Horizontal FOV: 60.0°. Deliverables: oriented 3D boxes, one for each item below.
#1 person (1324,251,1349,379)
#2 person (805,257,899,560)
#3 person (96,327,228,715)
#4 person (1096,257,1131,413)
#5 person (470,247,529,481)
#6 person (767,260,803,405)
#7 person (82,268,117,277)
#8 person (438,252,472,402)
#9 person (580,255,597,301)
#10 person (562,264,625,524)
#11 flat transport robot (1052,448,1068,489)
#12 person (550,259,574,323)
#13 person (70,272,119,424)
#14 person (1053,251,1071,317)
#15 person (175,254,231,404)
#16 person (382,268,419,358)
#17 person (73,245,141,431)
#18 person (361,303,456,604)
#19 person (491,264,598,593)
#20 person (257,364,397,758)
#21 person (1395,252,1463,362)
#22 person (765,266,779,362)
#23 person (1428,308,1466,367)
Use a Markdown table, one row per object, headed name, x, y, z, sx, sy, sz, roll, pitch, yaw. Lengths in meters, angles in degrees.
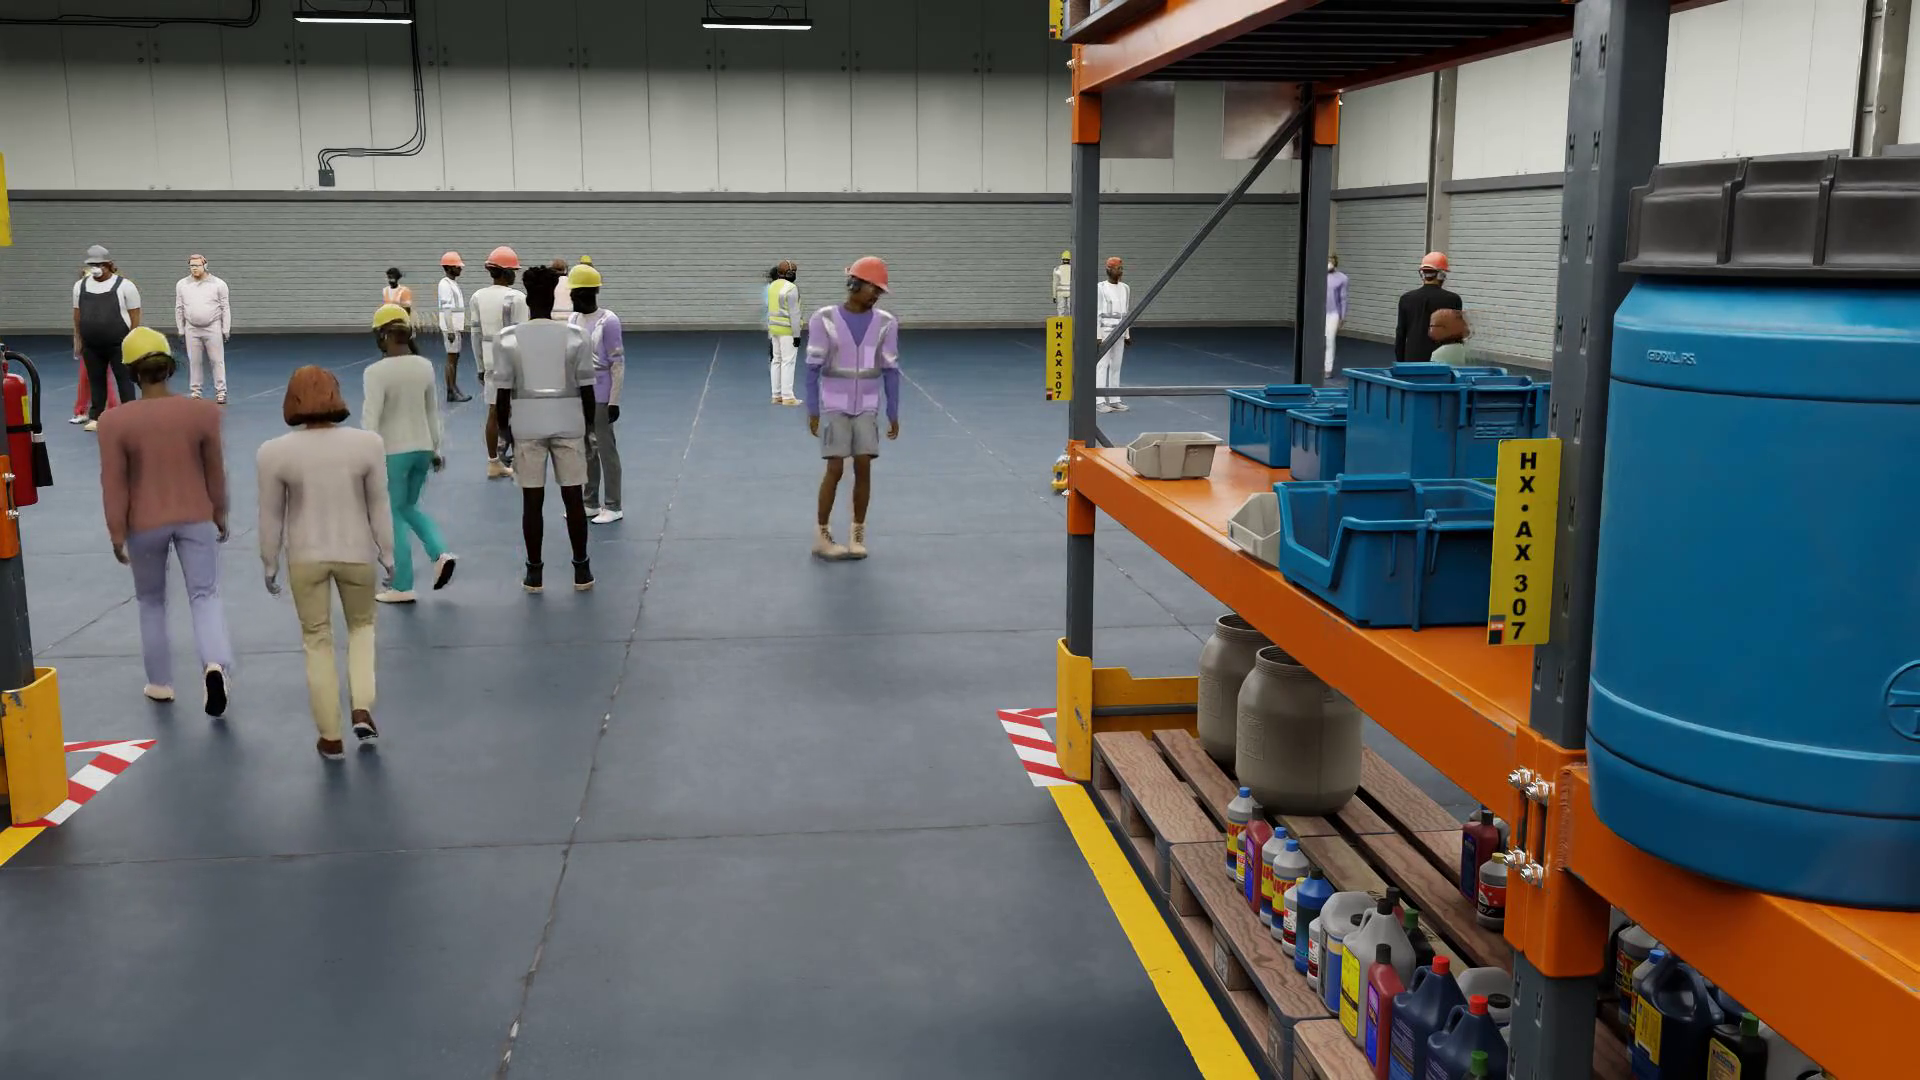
| name | x | y | z | sx | sy | sz | roll | pitch | yaw |
| --- | --- | --- | --- | --- | --- | --- | --- | --- | --- |
| person | 5.565 | -3.414 | 25.221 | 0.642 | 1.919 | 0.568 | 2 | 11 | 13 |
| person | -0.718 | -0.869 | 11.071 | 0.645 | 1.992 | 0.415 | -4 | 11 | -20 |
| person | -3.534 | -0.081 | 7.442 | 0.529 | 1.740 | 0.739 | -7 | 12 | -32 |
| person | 1.860 | -2.501 | 20.313 | 0.575 | 1.885 | 0.355 | -8 | 13 | -39 |
| person | -3.978 | -1.539 | 14.605 | 0.616 | 2.041 | 0.380 | 5 | 11 | 25 |
| person | -2.205 | -2.626 | 21.152 | 0.430 | 1.836 | 0.629 | -7 | 13 | -36 |
| person | -16.336 | -4.530 | 31.691 | 0.644 | 1.785 | 0.977 | -8 | 13 | -38 |
| person | -6.561 | -2.761 | 21.592 | 0.359 | 1.938 | 0.547 | -1 | 10 | -7 |
| person | -7.814 | -5.092 | 34.904 | 0.294 | 1.744 | 0.487 | 4 | 11 | 20 |
| person | -2.756 | -1.083 | 12.422 | 0.595 | 1.925 | 0.373 | 9 | 14 | 40 |
| flat transport robot | 1.181 | -0.620 | 14.428 | 0.652 | 0.197 | 1.431 | 1 | 10 | 8 |
| person | -5.323 | -2.840 | 22.308 | 0.621 | 1.838 | 0.429 | -3 | 11 | -16 |
| person | -9.893 | -2.179 | 18.966 | 0.630 | 1.726 | 0.421 | 4 | 11 | 22 |
| person | 2.260 | -5.202 | 35.261 | 0.586 | 1.833 | 0.403 | 1 | 10 | 3 |
| person | -9.651 | -2.676 | 21.210 | 0.651 | 1.906 | 0.403 | -2 | 10 | -10 |
| person | -8.720 | -3.396 | 25.833 | 0.560 | 1.642 | 0.896 | 3 | 11 | 18 |
| person | -9.396 | -2.212 | 18.301 | 0.683 | 2.000 | 0.536 | -1 | 10 | -5 |
| person | -3.248 | -0.498 | 9.689 | 0.448 | 1.742 | 0.600 | 5 | 11 | 25 |
| person | -2.478 | -0.660 | 9.989 | 0.602 | 1.967 | 0.370 | -3 | 11 | -14 |
| person | -2.602 | 0.087 | 6.848 | 0.524 | 1.617 | 0.374 | -5 | 11 | -25 |
| person | 4.348 | -1.661 | 15.408 | 0.622 | 1.990 | 0.394 | 7 | 12 | 33 |
| person | -2.793 | -3.385 | 25.707 | 0.378 | 1.680 | 0.547 | 5 | 12 | 28 |
| person | 3.715 | -0.940 | 12.528 | 0.776 | 1.604 | 0.507 | 8 | 13 | 38 |
